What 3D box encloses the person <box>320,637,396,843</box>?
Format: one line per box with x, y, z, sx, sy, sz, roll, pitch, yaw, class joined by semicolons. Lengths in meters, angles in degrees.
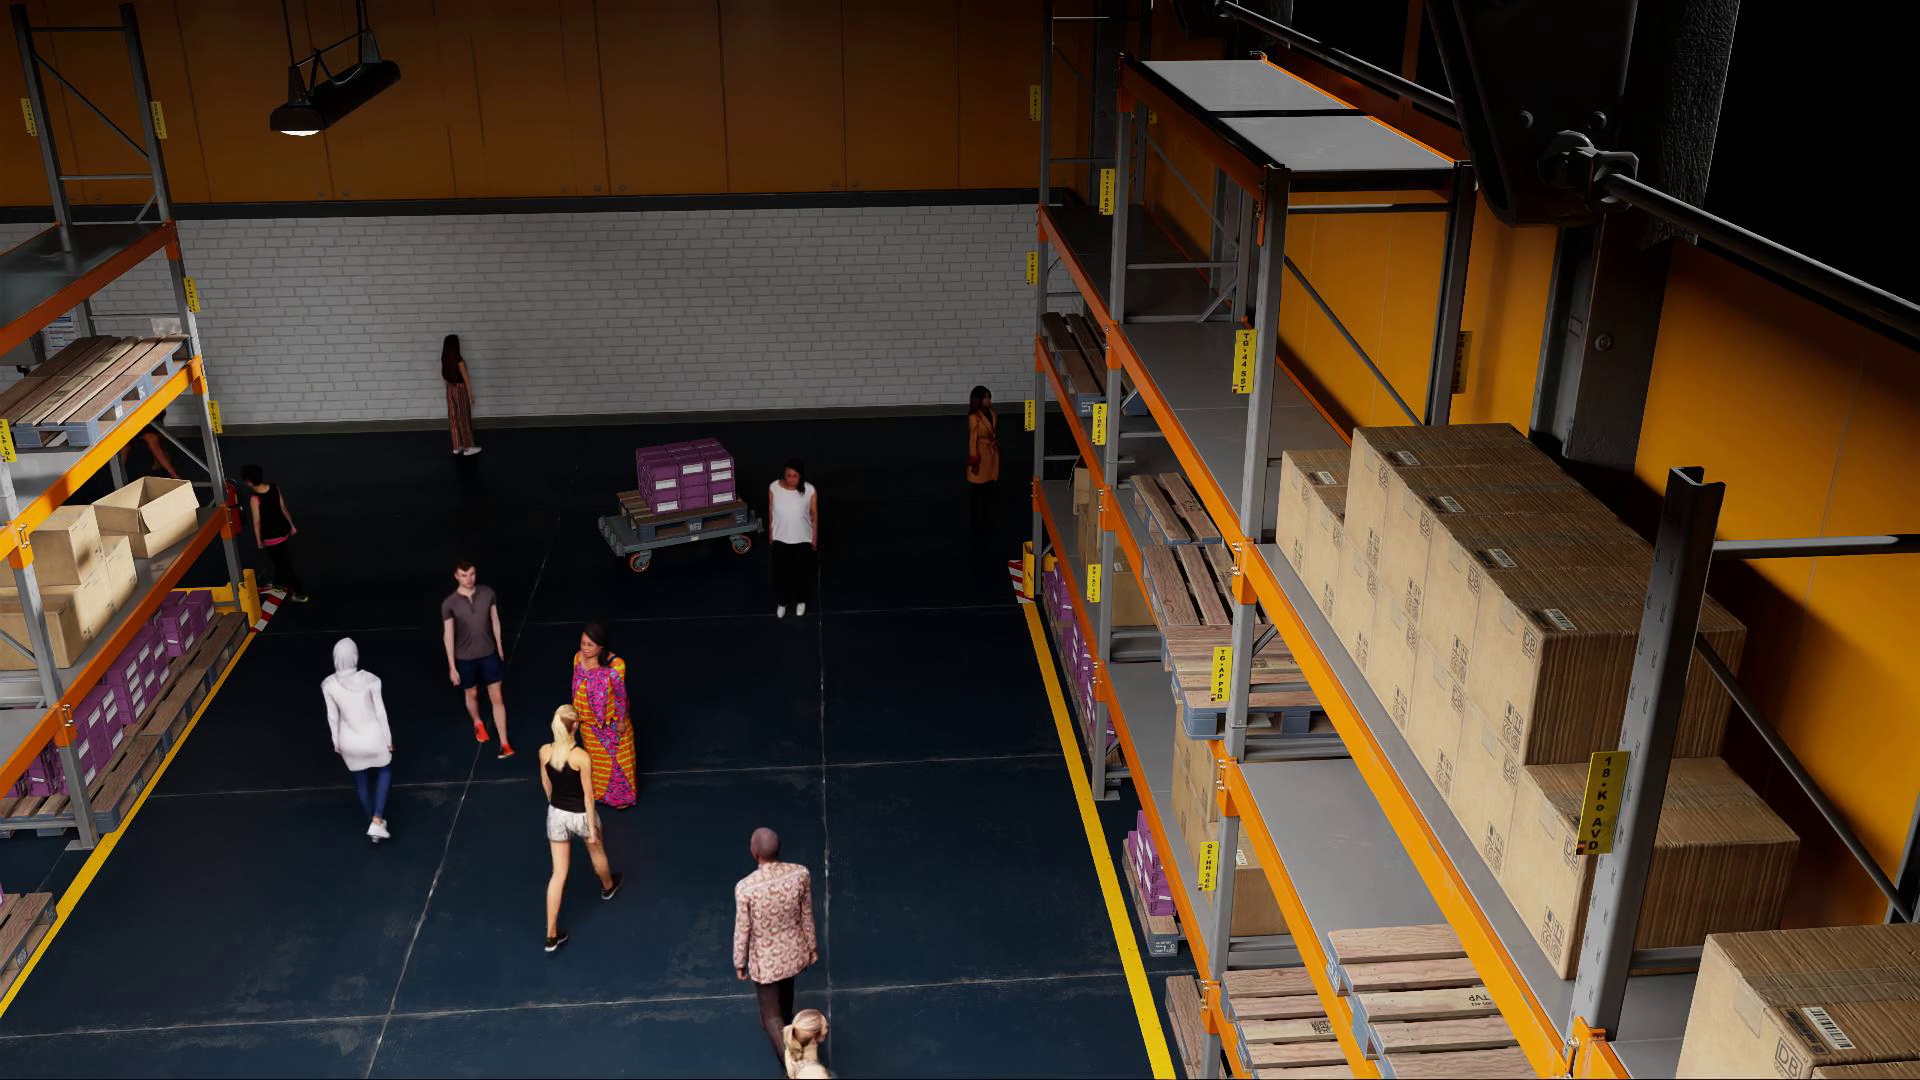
-4.644;1.605;12.877;0.614;1.770;0.677;-1;24;-3;person

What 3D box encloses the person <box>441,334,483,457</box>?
-6.358;-1.852;21.048;0.638;1.561;0.665;13;27;27;person

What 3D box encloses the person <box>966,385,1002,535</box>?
0.247;-0.917;18.706;0.835;1.724;0.759;17;29;33;person

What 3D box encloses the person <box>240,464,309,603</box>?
-6.934;-0.054;16.990;0.836;1.516;0.883;9;25;19;person

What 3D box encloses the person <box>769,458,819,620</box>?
-1.674;-0.063;16.805;0.716;1.681;0.709;2;24;4;person

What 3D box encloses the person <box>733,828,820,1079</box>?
-1.119;2.661;10.442;1.062;1.787;1.279;-15;28;-31;person

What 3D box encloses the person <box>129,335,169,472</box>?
-10.060;-1.724;20.603;0.964;1.682;0.873;17;29;35;person

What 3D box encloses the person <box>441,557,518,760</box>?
-4.179;0.972;14.275;0.999;1.811;1.238;-13;27;-28;person

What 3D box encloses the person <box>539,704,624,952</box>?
-2.817;2.050;11.845;0.920;1.784;1.310;6;24;14;person

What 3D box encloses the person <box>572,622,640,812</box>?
-2.894;1.399;13.468;0.775;1.676;0.808;9;25;20;person

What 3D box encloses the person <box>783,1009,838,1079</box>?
-0.873;3.313;9.075;0.930;1.687;1.063;-14;27;-29;person
